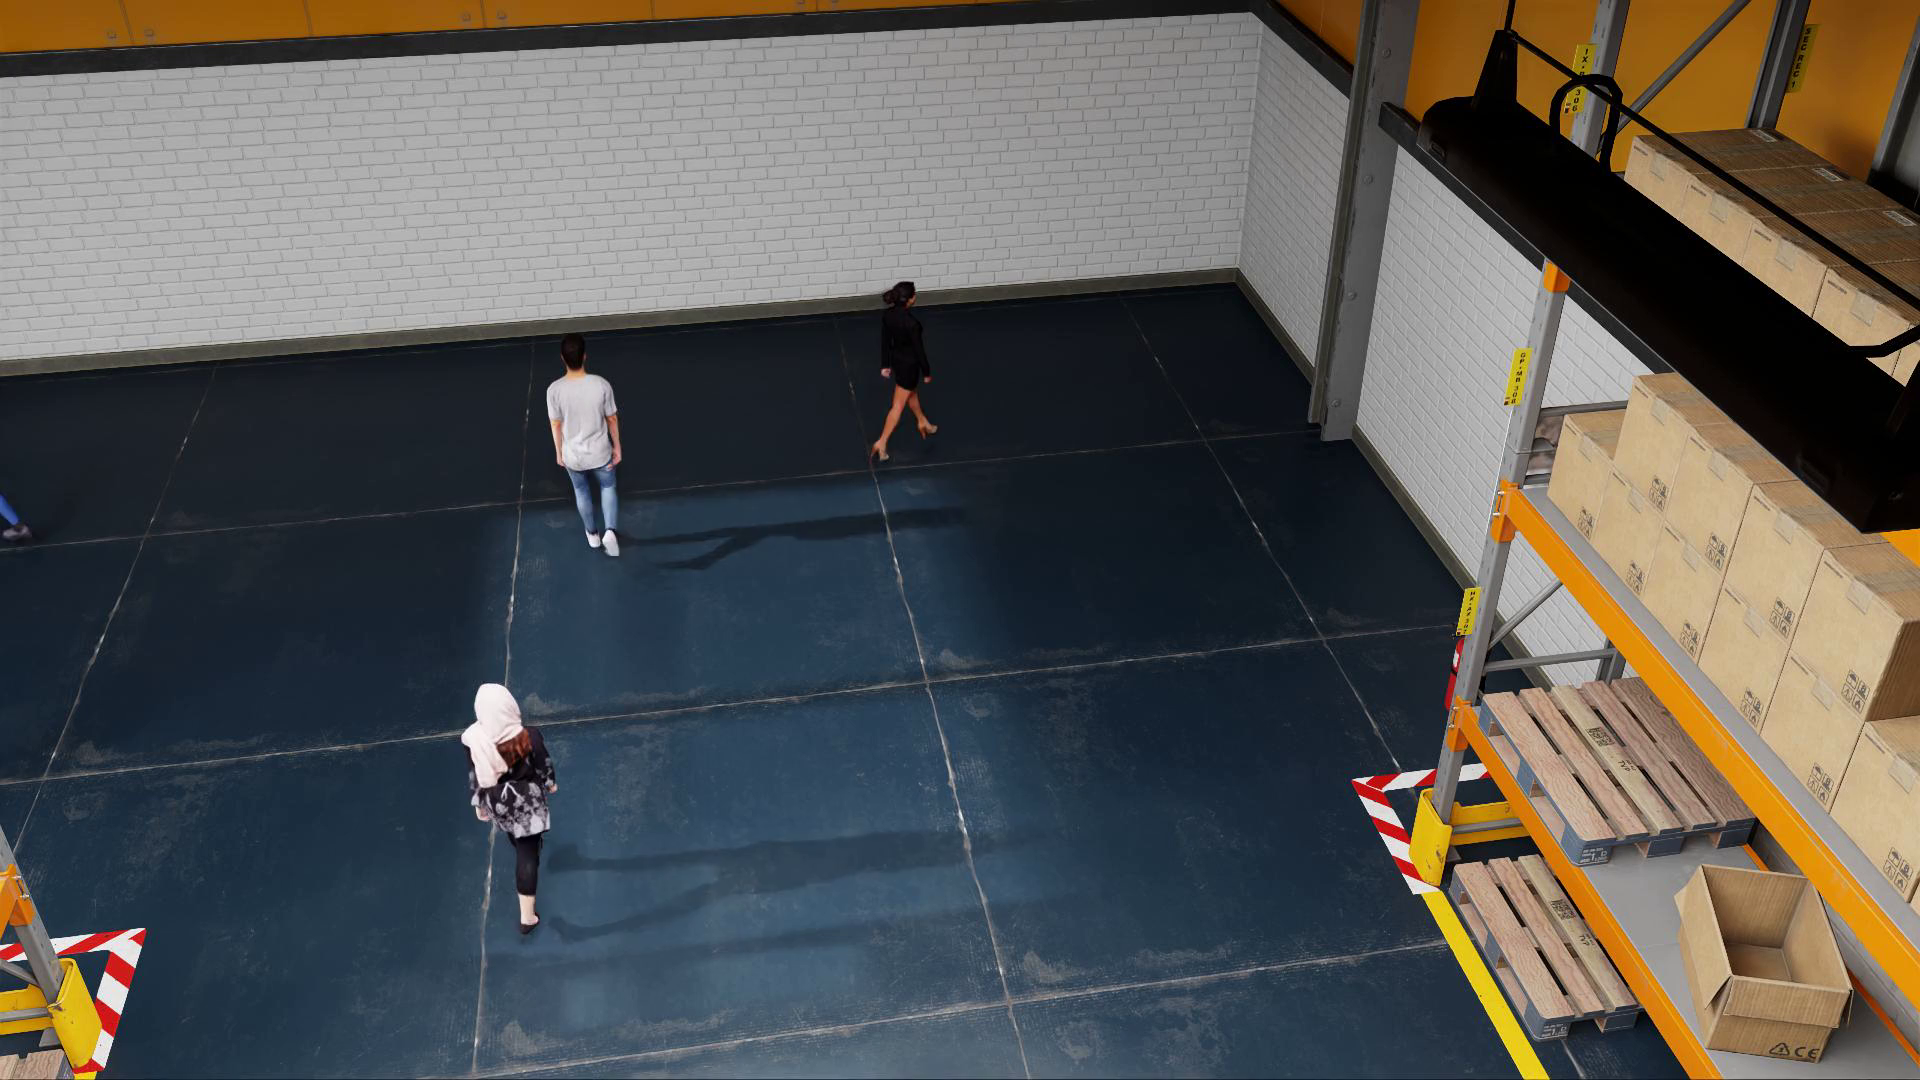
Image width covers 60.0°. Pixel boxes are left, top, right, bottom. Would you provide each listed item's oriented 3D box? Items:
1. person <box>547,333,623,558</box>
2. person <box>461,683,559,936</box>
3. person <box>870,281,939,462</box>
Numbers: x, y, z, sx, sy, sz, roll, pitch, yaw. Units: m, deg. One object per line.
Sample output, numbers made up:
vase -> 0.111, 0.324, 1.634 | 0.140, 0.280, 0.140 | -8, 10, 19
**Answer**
person -> -2.880, -0.665, 12.869 | 0.701, 1.867, 0.965 | -8, 34, -12
person -> -2.614, 1.578, 9.737 | 0.762, 1.598, 1.136 | 0, 34, 0
person -> -0.523, -1.400, 14.221 | 0.997, 1.594, 1.061 | -27, 42, -34
